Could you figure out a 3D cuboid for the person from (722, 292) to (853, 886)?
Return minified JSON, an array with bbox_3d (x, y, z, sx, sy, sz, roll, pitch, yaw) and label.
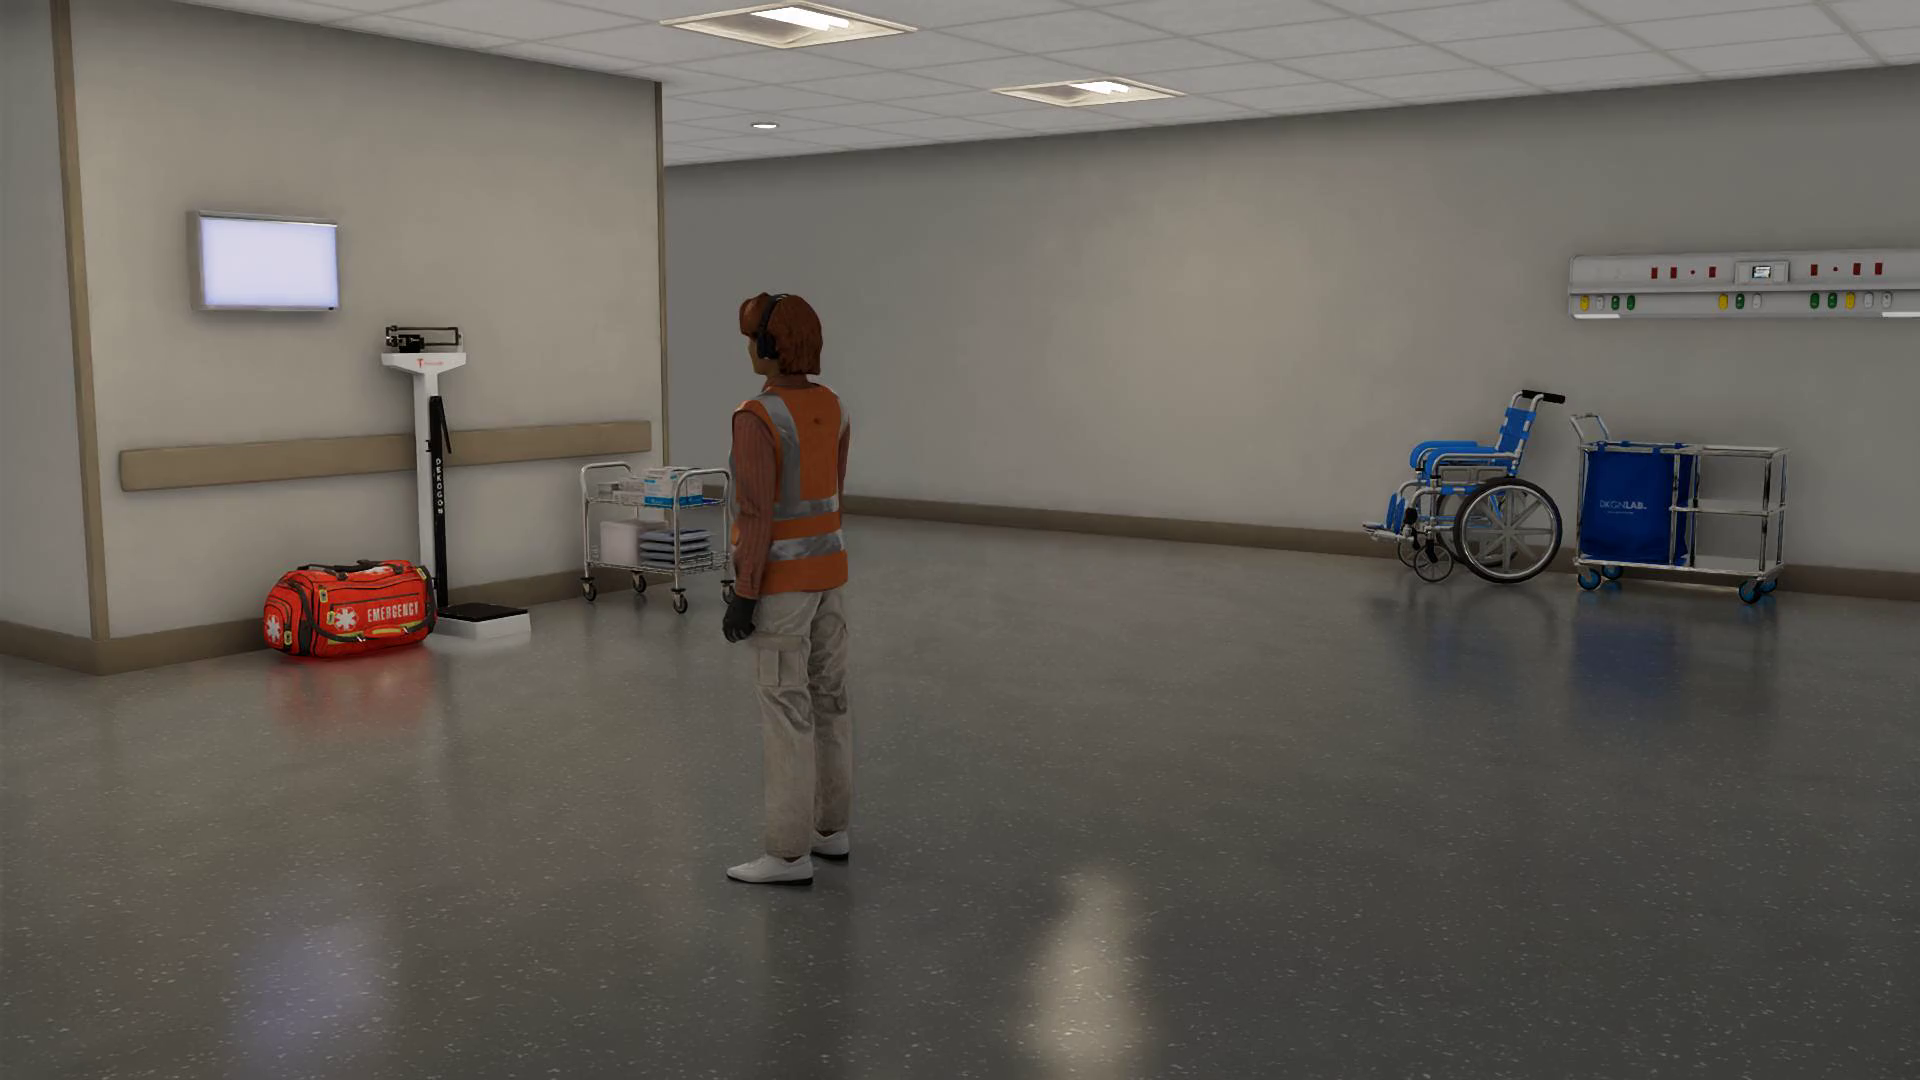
[{"bbox_3d":[-0.475,0.137,4.642,0.311,1.642,0.512,3,8,25],"label":"person"}]
